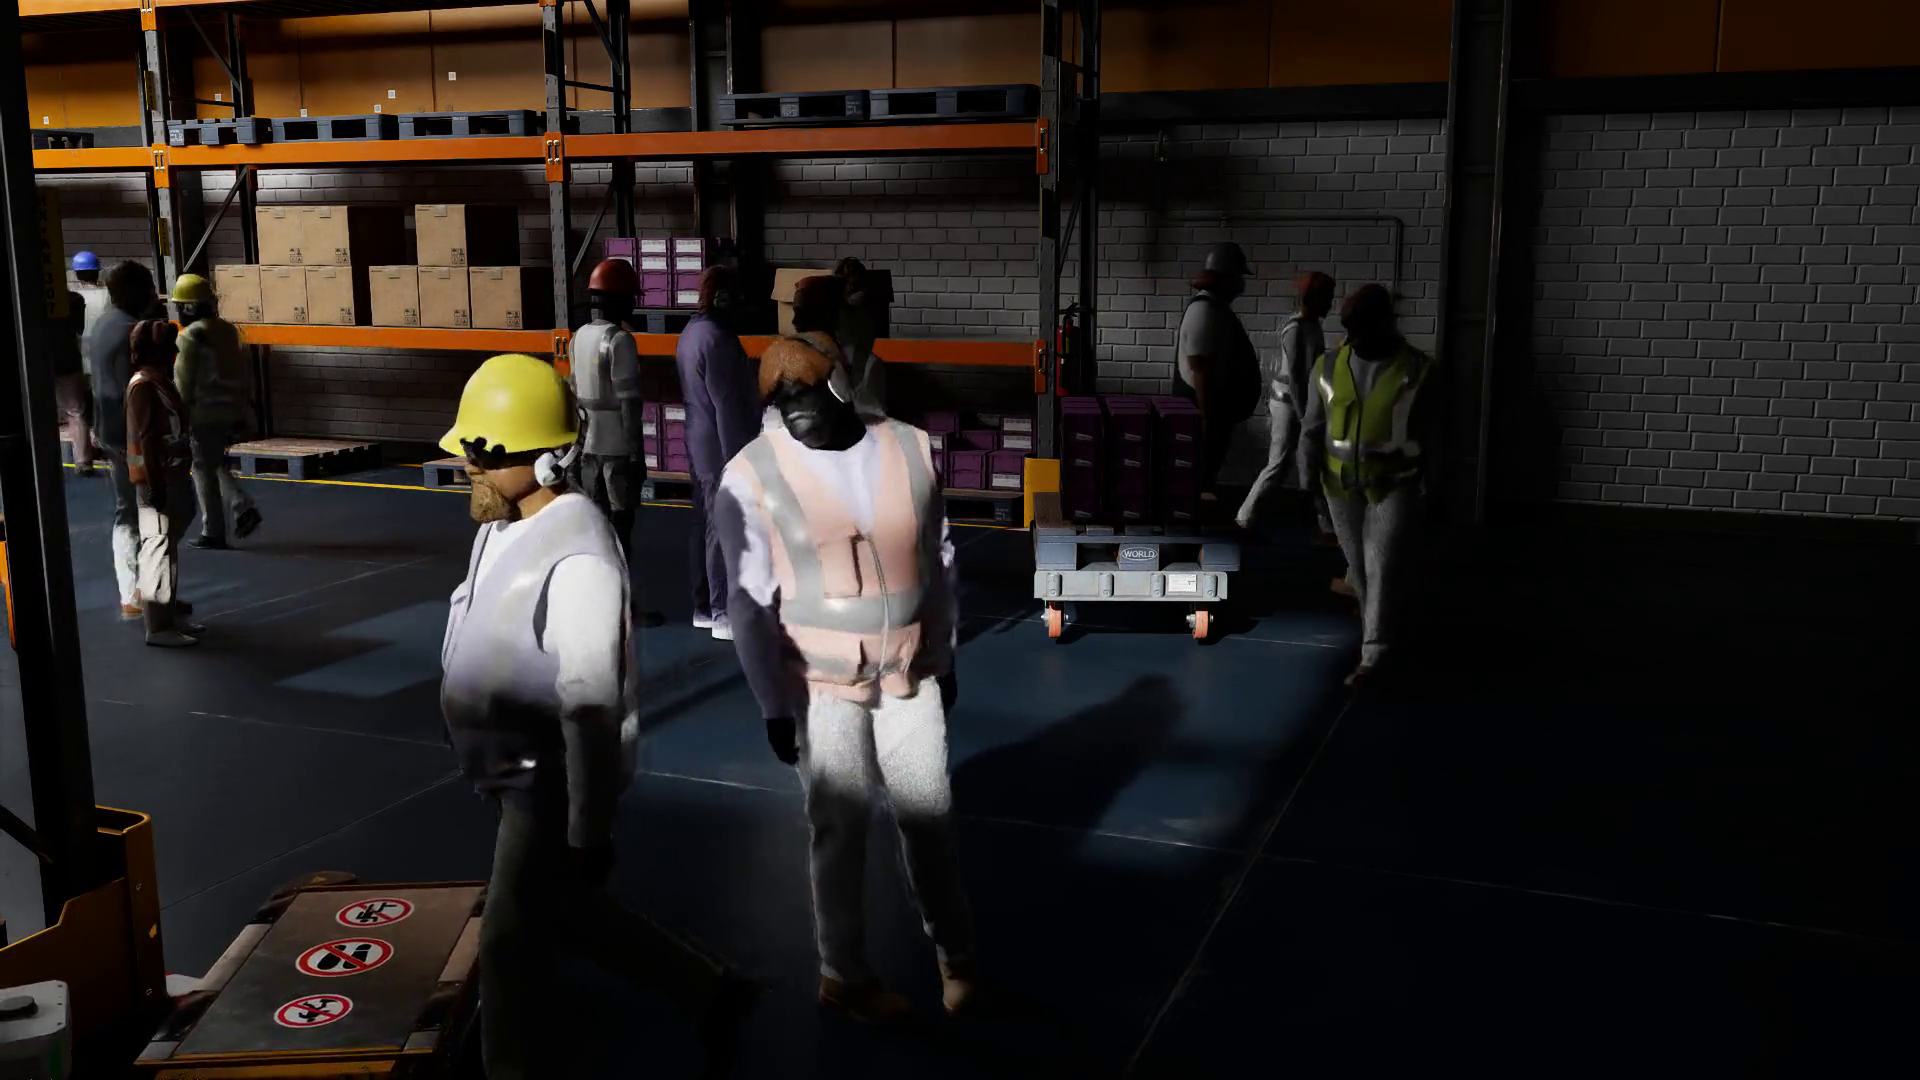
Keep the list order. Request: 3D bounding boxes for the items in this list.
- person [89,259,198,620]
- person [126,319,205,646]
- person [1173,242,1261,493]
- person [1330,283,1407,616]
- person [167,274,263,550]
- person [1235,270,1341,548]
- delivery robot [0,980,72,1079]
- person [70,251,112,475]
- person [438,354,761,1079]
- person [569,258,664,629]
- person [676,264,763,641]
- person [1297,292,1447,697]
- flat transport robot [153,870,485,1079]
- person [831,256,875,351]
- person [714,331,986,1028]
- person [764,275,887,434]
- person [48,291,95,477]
[{"bbox_3d":[-4.343,-0.523,8.882,0.489,1.924,0.643,-9,14,-41],"label":"person"},{"bbox_3d":[-4.024,-0.288,8.386,0.310,1.638,0.523,-3,11,-17],"label":"person"},{"bbox_3d":[1.599,-0.841,10.343,0.537,2.000,0.698,3,11,15],"label":"person"},{"bbox_3d":[2.182,-0.501,9.138,0.434,1.806,0.779,-2,10,-11],"label":"person"},{"bbox_3d":[-4.939,-0.831,10.911,0.420,1.813,0.613,2,10,10],"label":"person"},{"bbox_3d":[2.193,-0.844,10.927,0.821,1.846,0.589,6,12,30],"label":"person"},{"bbox_3d":[-2.203,1.106,3.377,0.707,0.478,0.477,-5,11,-27],"label":"delivery robot"},{"bbox_3d":[-7.421,-1.503,14.312,0.632,1.942,0.446,-2,10,-13],"label":"person"},{"bbox_3d":[-0.820,0.485,3.627,0.755,1.802,0.604,-5,11,-25],"label":"person"},{"bbox_3d":[-1.800,-0.497,8.724,0.377,1.932,0.552,-9,14,-42],"label":"person"},{"bbox_3d":[-1.206,-0.441,8.496,0.409,1.908,0.639,-5,11,-25],"label":"person"},{"bbox_3d":[1.832,-0.211,7.529,0.639,1.787,0.953,6,12,32],"label":"person"},{"bbox_3d":[-1.536,1.159,4.134,0.652,0.197,1.431,-1,10,-5],"label":"flat transport robot"},{"bbox_3d":[-0.691,-0.730,10.028,0.372,1.934,0.627,6,12,29],"label":"person"},{"bbox_3d":[-0.264,0.367,4.310,0.696,1.800,0.451,-6,12,-29],"label":"person"},{"bbox_3d":[-0.584,-0.189,7.160,0.574,1.880,0.358,4,11,22],"label":"person"},{"bbox_3d":[-7.674,-1.456,14.085,0.643,1.964,0.665,-6,12,-29],"label":"person"}]
